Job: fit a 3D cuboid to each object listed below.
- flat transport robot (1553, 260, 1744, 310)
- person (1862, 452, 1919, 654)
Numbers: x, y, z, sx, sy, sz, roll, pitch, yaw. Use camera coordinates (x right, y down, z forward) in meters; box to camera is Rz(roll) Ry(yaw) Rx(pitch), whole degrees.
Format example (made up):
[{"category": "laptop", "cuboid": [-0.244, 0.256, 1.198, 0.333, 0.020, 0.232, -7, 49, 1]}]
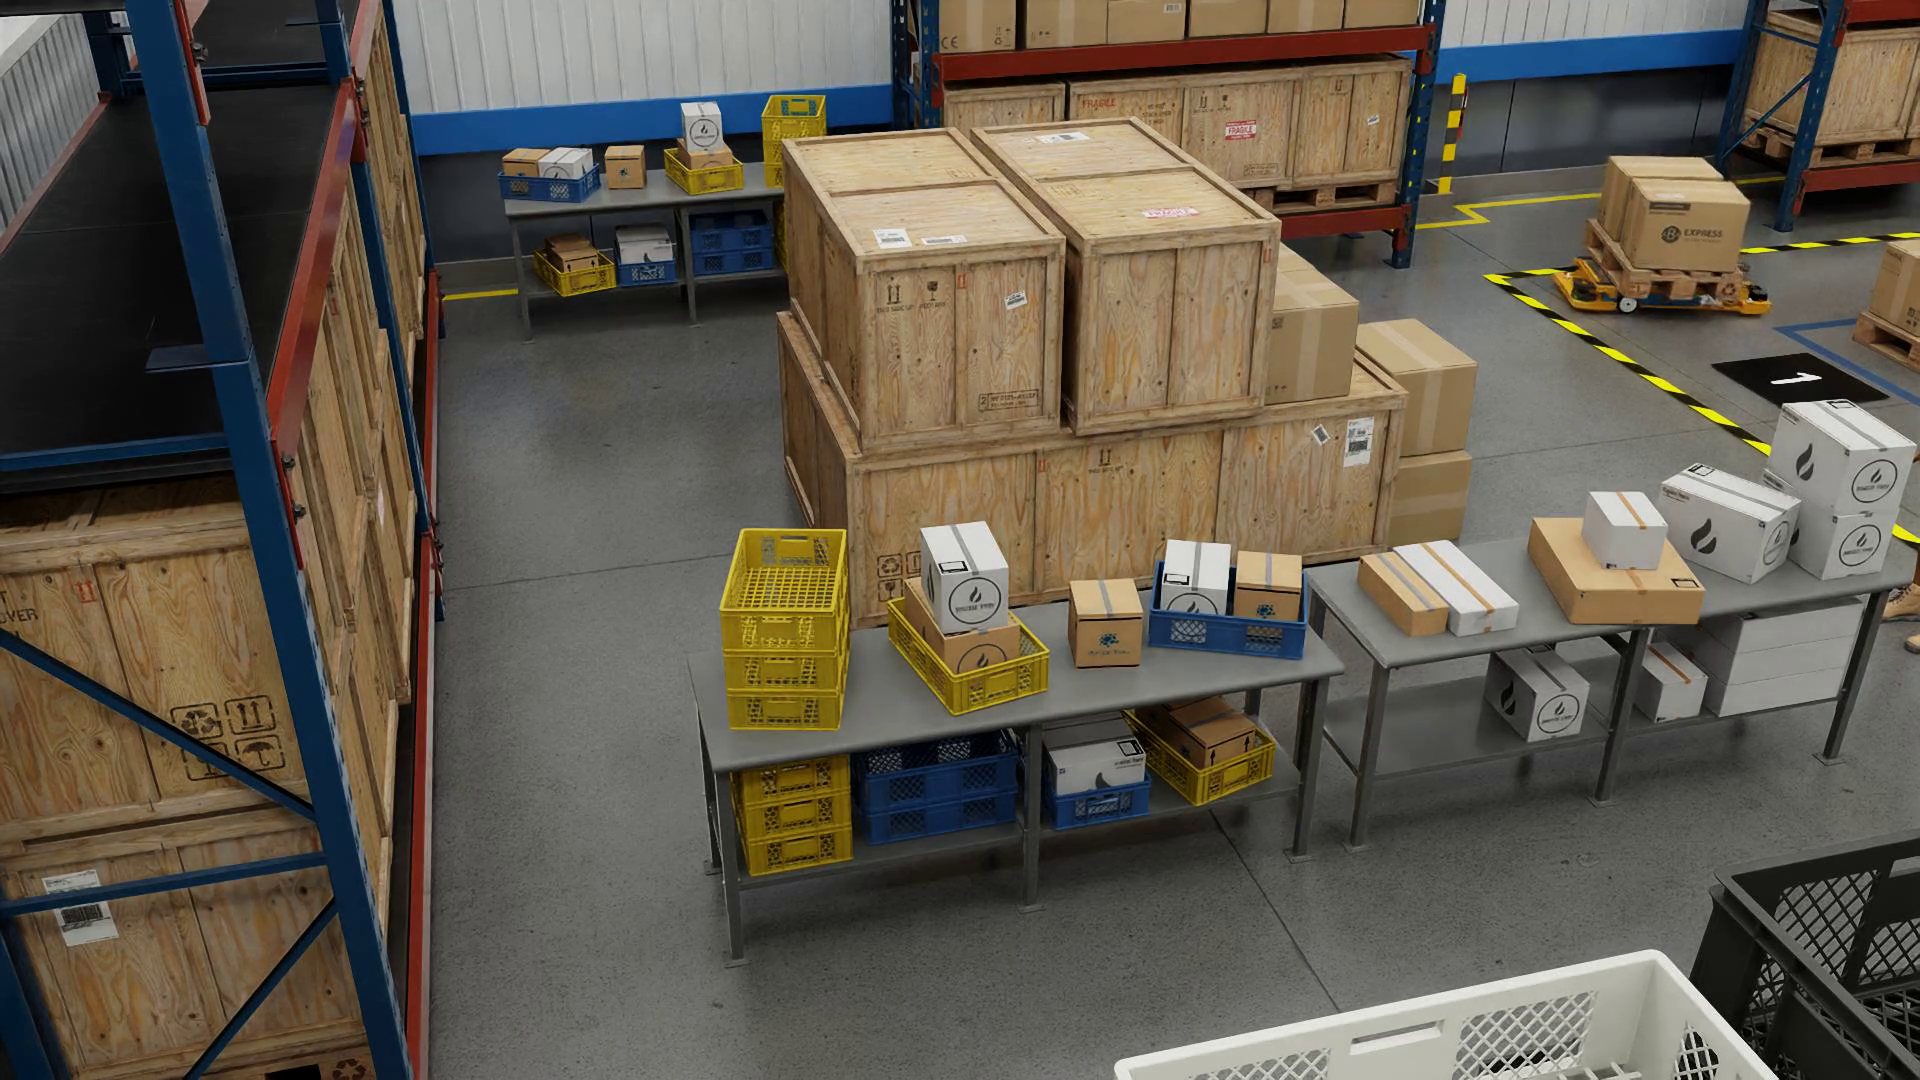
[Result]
[{"category": "flat transport robot", "cuboid": [5.313, -1.936, 12.602, 1.431, 0.197, 0.652, 2, 29, 4]}, {"category": "person", "cuboid": [4.857, -0.392, 8.000, 0.395, 2.033, 0.611, -5, 29, -9]}]
